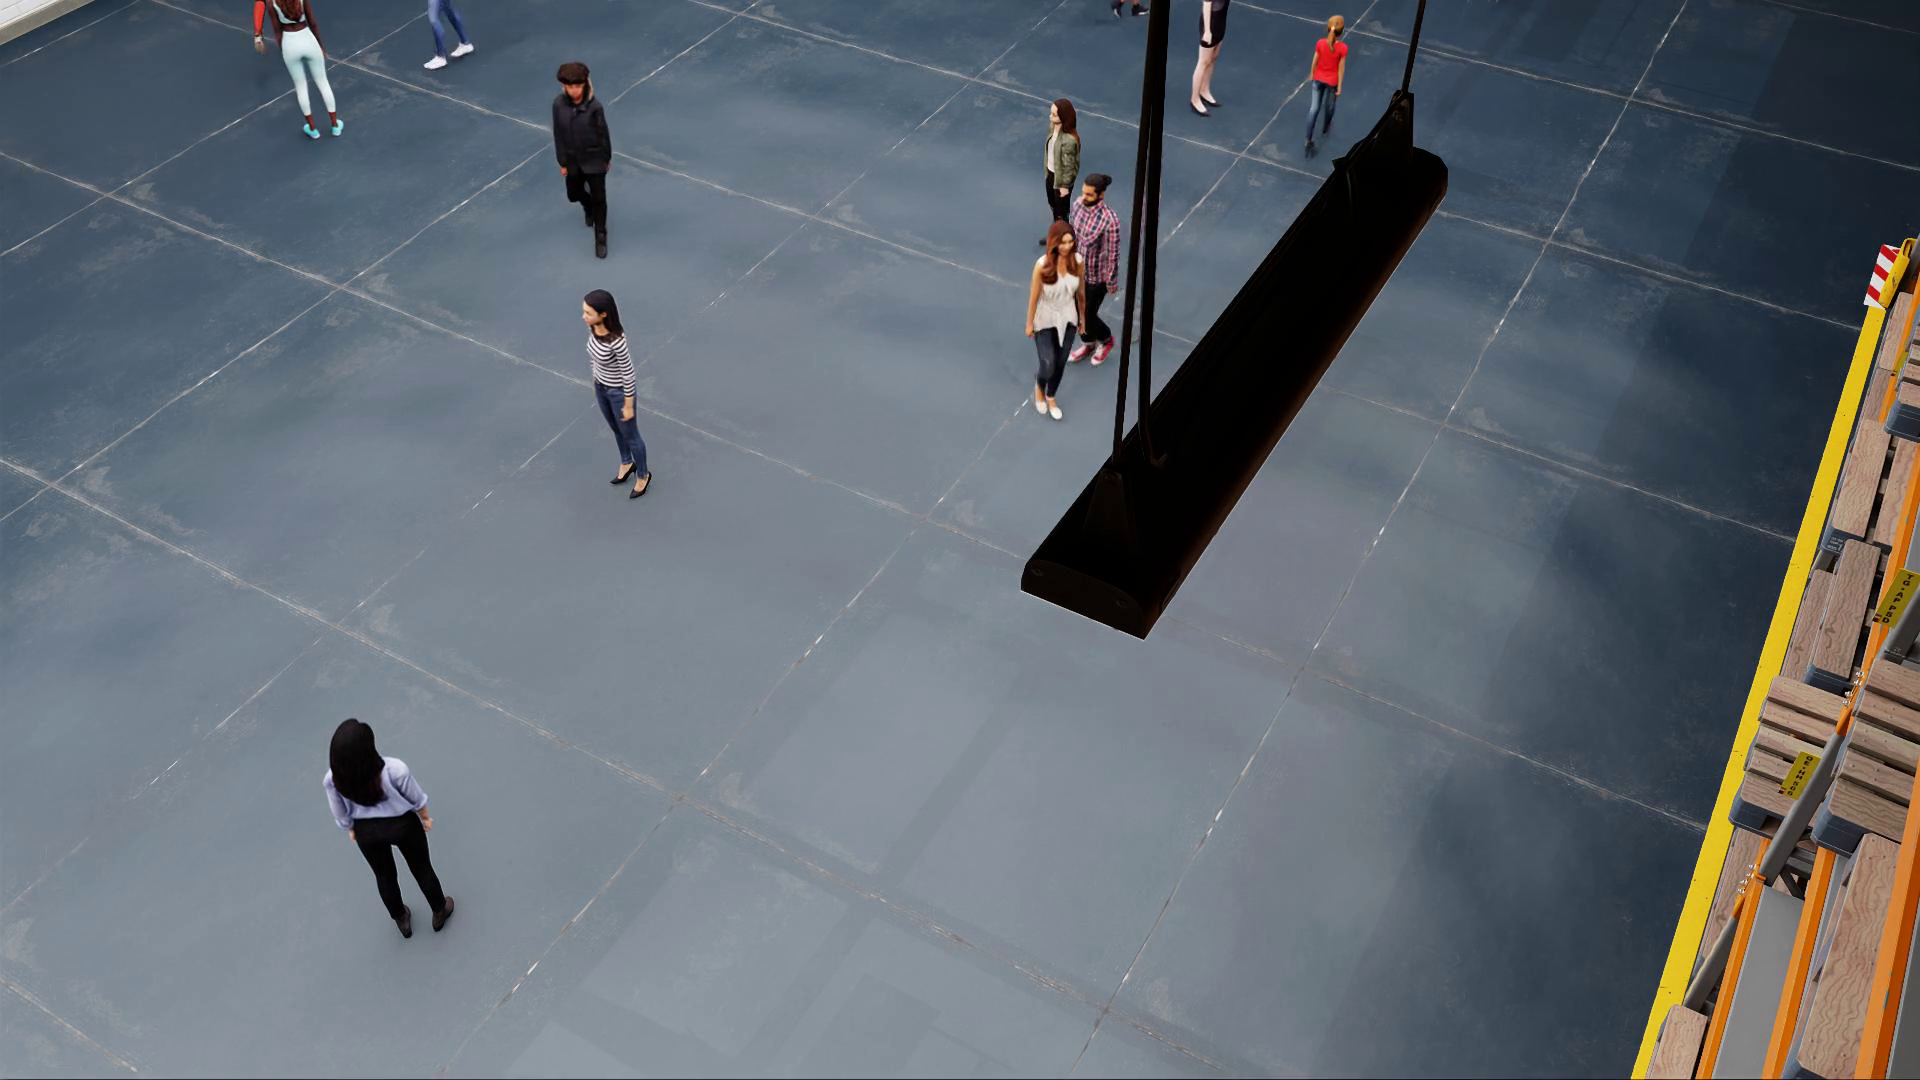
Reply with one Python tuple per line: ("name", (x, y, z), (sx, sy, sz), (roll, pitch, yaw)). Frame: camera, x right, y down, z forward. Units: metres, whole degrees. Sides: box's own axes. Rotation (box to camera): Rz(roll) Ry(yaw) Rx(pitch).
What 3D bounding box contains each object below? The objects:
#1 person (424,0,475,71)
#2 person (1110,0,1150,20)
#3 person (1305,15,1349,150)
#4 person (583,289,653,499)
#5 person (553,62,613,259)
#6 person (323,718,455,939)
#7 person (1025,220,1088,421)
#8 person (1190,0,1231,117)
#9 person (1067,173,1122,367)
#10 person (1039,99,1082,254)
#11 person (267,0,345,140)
("person", (-5.275, -5.732, 17.011), (0.941, 1.697, 0.780), (-32, 52, -29))
("person", (1.843, -6.185, 17.810), (0.801, 1.251, 0.737), (-11, 45, -12))
("person", (3.464, -4.336, 15.845), (0.552, 1.284, 0.909), (17, 46, 17))
("person", (-2.487, -1.056, 12.031), (0.588, 1.796, 0.645), (-32, 52, -29))
("person", (-3.274, -3.359, 14.470), (0.911, 1.767, 1.030), (-2, 44, -3))
("person", (-3.194, 1.615, 9.266), (0.729, 1.743, 0.772), (-8, 44, -8))
("person", (0.692, -1.707, 12.731), (0.716, 1.773, 0.794), (-16, 46, -16))
("person", (2.444, -5.026, 16.172), (0.630, 1.832, 0.416), (21, 48, 21))
("person", (1.106, -2.180, 13.243), (0.795, 1.750, 0.793), (-26, 49, -25))
("person", (0.877, -3.157, 14.468), (0.680, 1.475, 0.650), (-17, 46, -17))
("person", (-6.294, -4.679, 15.887), (0.632, 1.723, 0.710), (-17, 46, -17))
